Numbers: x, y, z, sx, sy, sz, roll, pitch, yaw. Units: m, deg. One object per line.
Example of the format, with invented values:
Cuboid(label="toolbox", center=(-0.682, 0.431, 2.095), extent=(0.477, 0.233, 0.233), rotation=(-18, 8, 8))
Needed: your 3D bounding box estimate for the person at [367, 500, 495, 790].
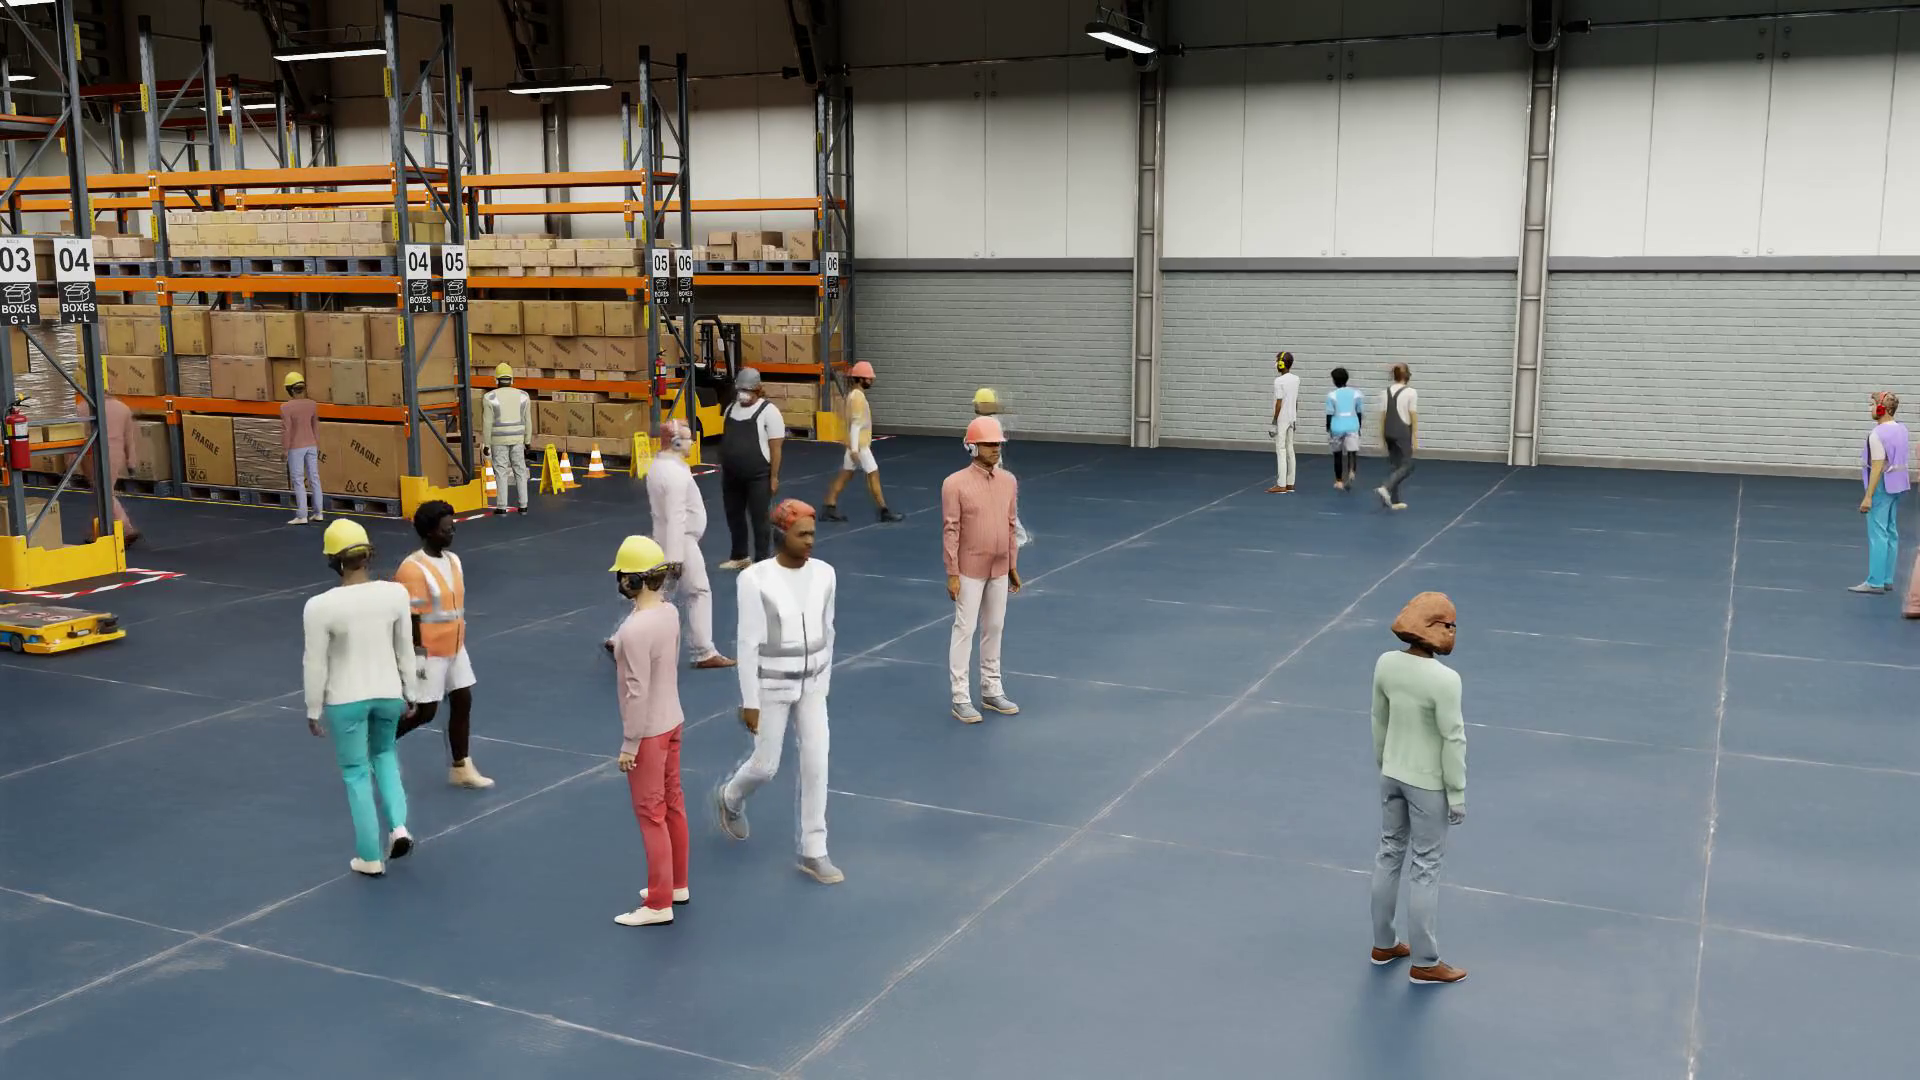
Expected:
Cuboid(label="person", center=(-3.010, 0.596, 9.355), extent=(0.649, 1.677, 0.538), rotation=(3, 10, 17))

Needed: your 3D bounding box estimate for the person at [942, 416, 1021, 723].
Cuboid(label="person", center=(0.149, 0.184, 10.916), extent=(0.613, 1.996, 0.378), rotation=(-8, 12, -39))

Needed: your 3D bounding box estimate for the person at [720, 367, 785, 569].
Cuboid(label="person", center=(-2.072, -0.676, 16.057), extent=(0.779, 2.000, 0.588), rotation=(5, 11, 30))

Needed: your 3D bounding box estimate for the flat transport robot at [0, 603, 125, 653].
Cuboid(label="flat transport robot", center=(-7.380, 0.680, 13.154), extent=(1.431, 0.197, 0.652), rotation=(5, 10, 26))

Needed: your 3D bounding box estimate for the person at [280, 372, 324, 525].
Cuboid(label="person", center=(-7.638, -1.057, 19.234), extent=(0.326, 1.767, 0.533), rotation=(5, 10, 27))

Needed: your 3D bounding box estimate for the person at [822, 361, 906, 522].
Cuboid(label="person", center=(-1.169, -1.128, 19.312), extent=(0.985, 1.889, 0.562), rotation=(-1, 9, -9))

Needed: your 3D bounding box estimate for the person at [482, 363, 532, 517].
Cuboid(label="person", center=(-5.413, -1.192, 19.856), extent=(0.599, 1.830, 0.404), rotation=(-7, 11, -36))

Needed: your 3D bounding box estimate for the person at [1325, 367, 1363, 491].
Cuboid(label="person", center=(5.078, -1.451, 21.958), extent=(0.528, 1.659, 0.726), rotation=(0, 9, 2))

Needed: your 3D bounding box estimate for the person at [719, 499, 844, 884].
Cuboid(label="person", center=(-0.889, 0.708, 8.161), extent=(0.581, 1.858, 0.819), rotation=(-7, 12, -37))

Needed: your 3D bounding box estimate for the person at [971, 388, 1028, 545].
Cuboid(label="person", center=(0.312, -0.759, 17.601), extent=(0.876, 1.701, 0.497), rotation=(1, 9, 3))

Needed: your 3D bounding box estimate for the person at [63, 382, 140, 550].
Cuboid(label="person", center=(-9.027, -0.822, 17.556), extent=(0.966, 1.858, 0.713), rotation=(6, 11, 31))

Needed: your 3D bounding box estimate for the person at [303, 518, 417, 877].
Cuboid(label="person", center=(-2.915, 0.765, 8.085), extent=(0.541, 1.750, 0.394), rotation=(-8, 13, -42))

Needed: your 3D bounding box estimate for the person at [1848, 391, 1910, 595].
Cuboid(label="person", center=(8.380, -0.424, 15.101), extent=(0.565, 1.847, 0.396), rotation=(-7, 12, -38))

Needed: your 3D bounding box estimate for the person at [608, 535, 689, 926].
Cuboid(label="person", center=(-1.417, 0.855, 7.511), extent=(0.313, 1.767, 0.533), rotation=(2, 9, 10))

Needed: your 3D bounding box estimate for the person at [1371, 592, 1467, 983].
Cuboid(label="person", center=(1.912, 1.017, 6.924), extent=(0.279, 1.633, 0.498), rotation=(-5, 10, -26))

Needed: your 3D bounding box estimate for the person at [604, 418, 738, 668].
Cuboid(label="person", center=(-2.139, 0.043, 12.169), extent=(0.892, 1.879, 0.651), rotation=(-4, 10, -23))

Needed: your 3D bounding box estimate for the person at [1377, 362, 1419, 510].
Cuboid(label="person", center=(5.282, -1.240, 20.167), extent=(0.538, 1.826, 0.535), rotation=(-6, 11, -33))

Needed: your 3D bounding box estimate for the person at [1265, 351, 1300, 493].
Cuboid(label="person", center=(4.263, -1.545, 21.941), extent=(0.328, 1.862, 0.513), rotation=(9, 13, 43))

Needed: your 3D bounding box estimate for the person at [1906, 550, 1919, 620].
Cuboid(label="person", center=(8.434, -0.235, 13.893), extent=(0.960, 1.855, 0.673), rotation=(-1, 9, -6))
